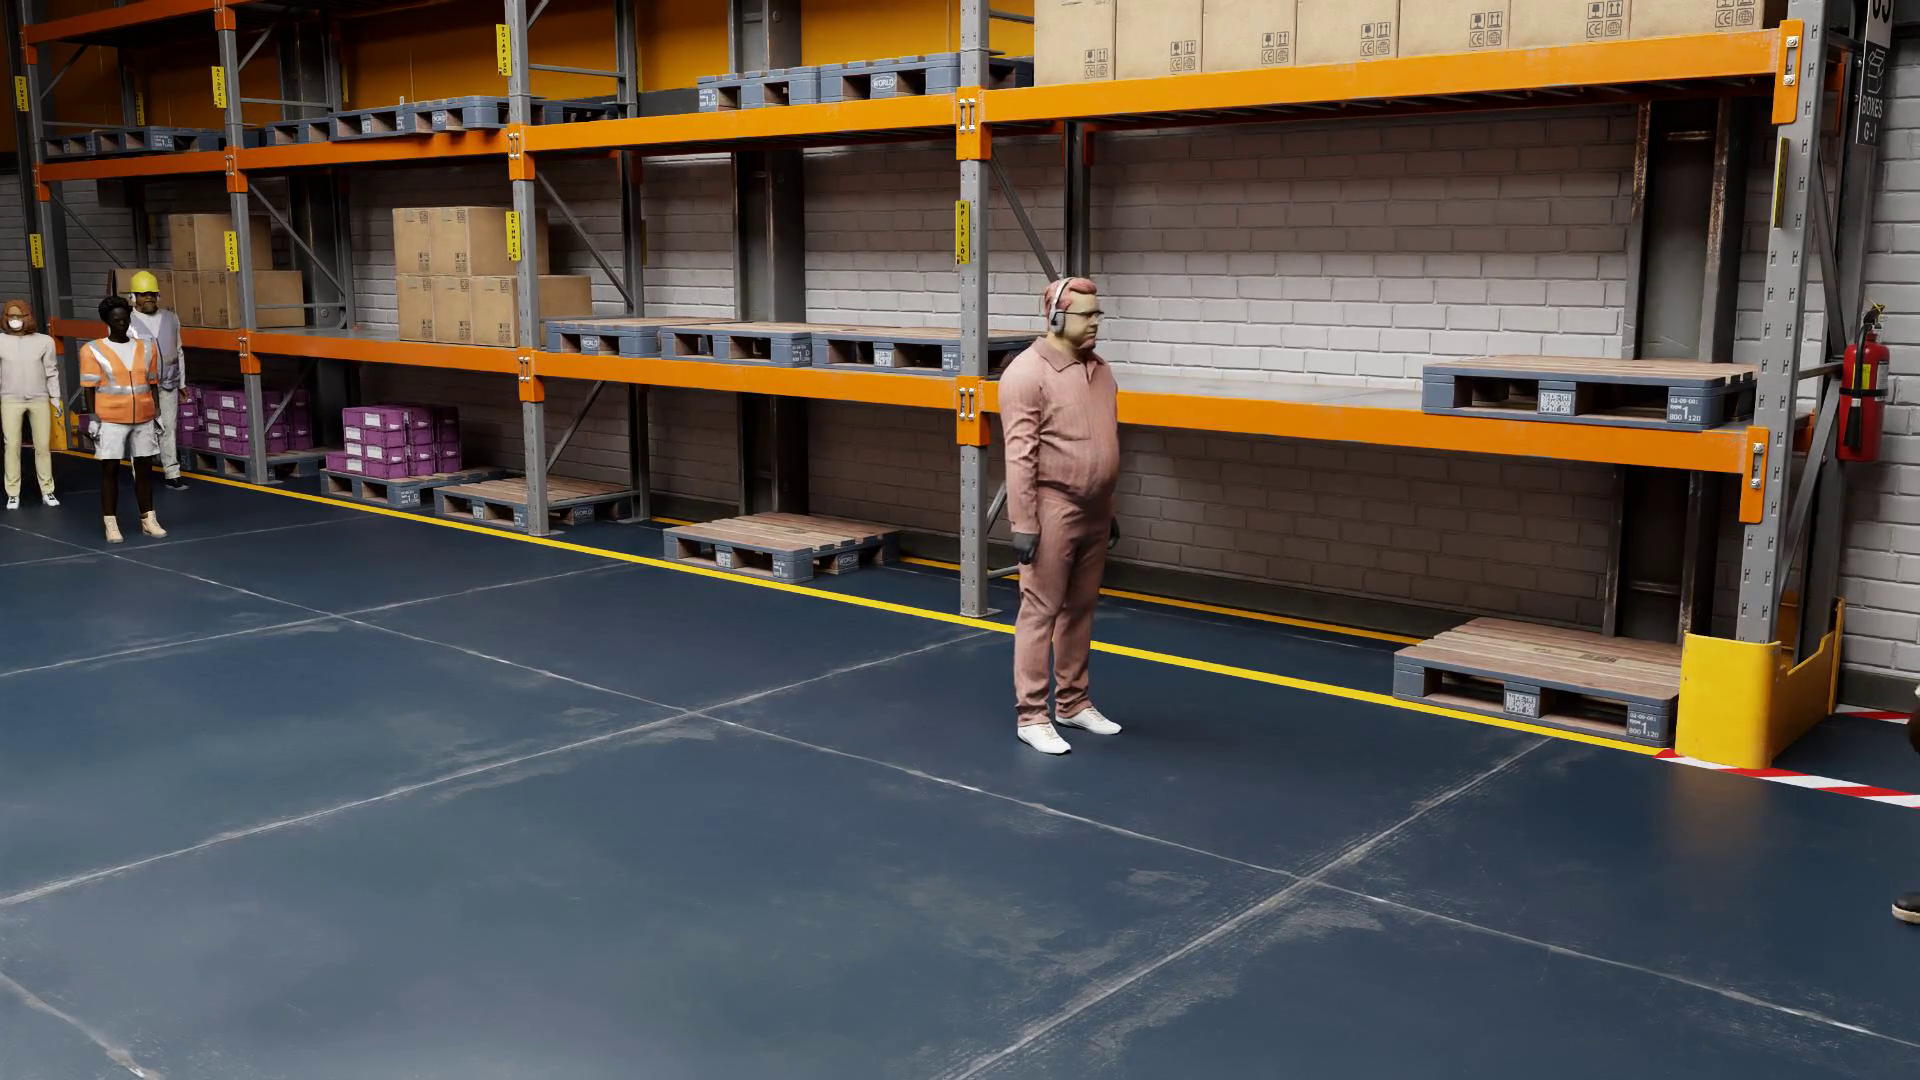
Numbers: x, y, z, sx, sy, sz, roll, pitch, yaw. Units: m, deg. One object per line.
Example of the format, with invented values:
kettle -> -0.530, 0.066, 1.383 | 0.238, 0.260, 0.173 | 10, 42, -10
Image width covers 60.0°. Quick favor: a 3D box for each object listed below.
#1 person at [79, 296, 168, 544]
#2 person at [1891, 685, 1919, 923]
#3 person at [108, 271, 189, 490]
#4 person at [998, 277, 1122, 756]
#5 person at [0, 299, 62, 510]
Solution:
person -> -5.770, -0.832, 11.496 | 0.315, 1.696, 0.541 | 8, 13, 39
person -> 2.957, 0.243, 4.675 | 0.578, 1.938, 0.648 | 1, 10, 7
person -> -6.692, -1.301, 13.776 | 0.404, 1.831, 0.600 | 8, 13, 39
person -> 0.443, -0.103, 6.752 | 0.409, 1.905, 0.651 | 8, 13, 39
person -> -7.279, -1.057, 12.959 | 0.504, 1.631, 0.280 | -7, 12, -36
